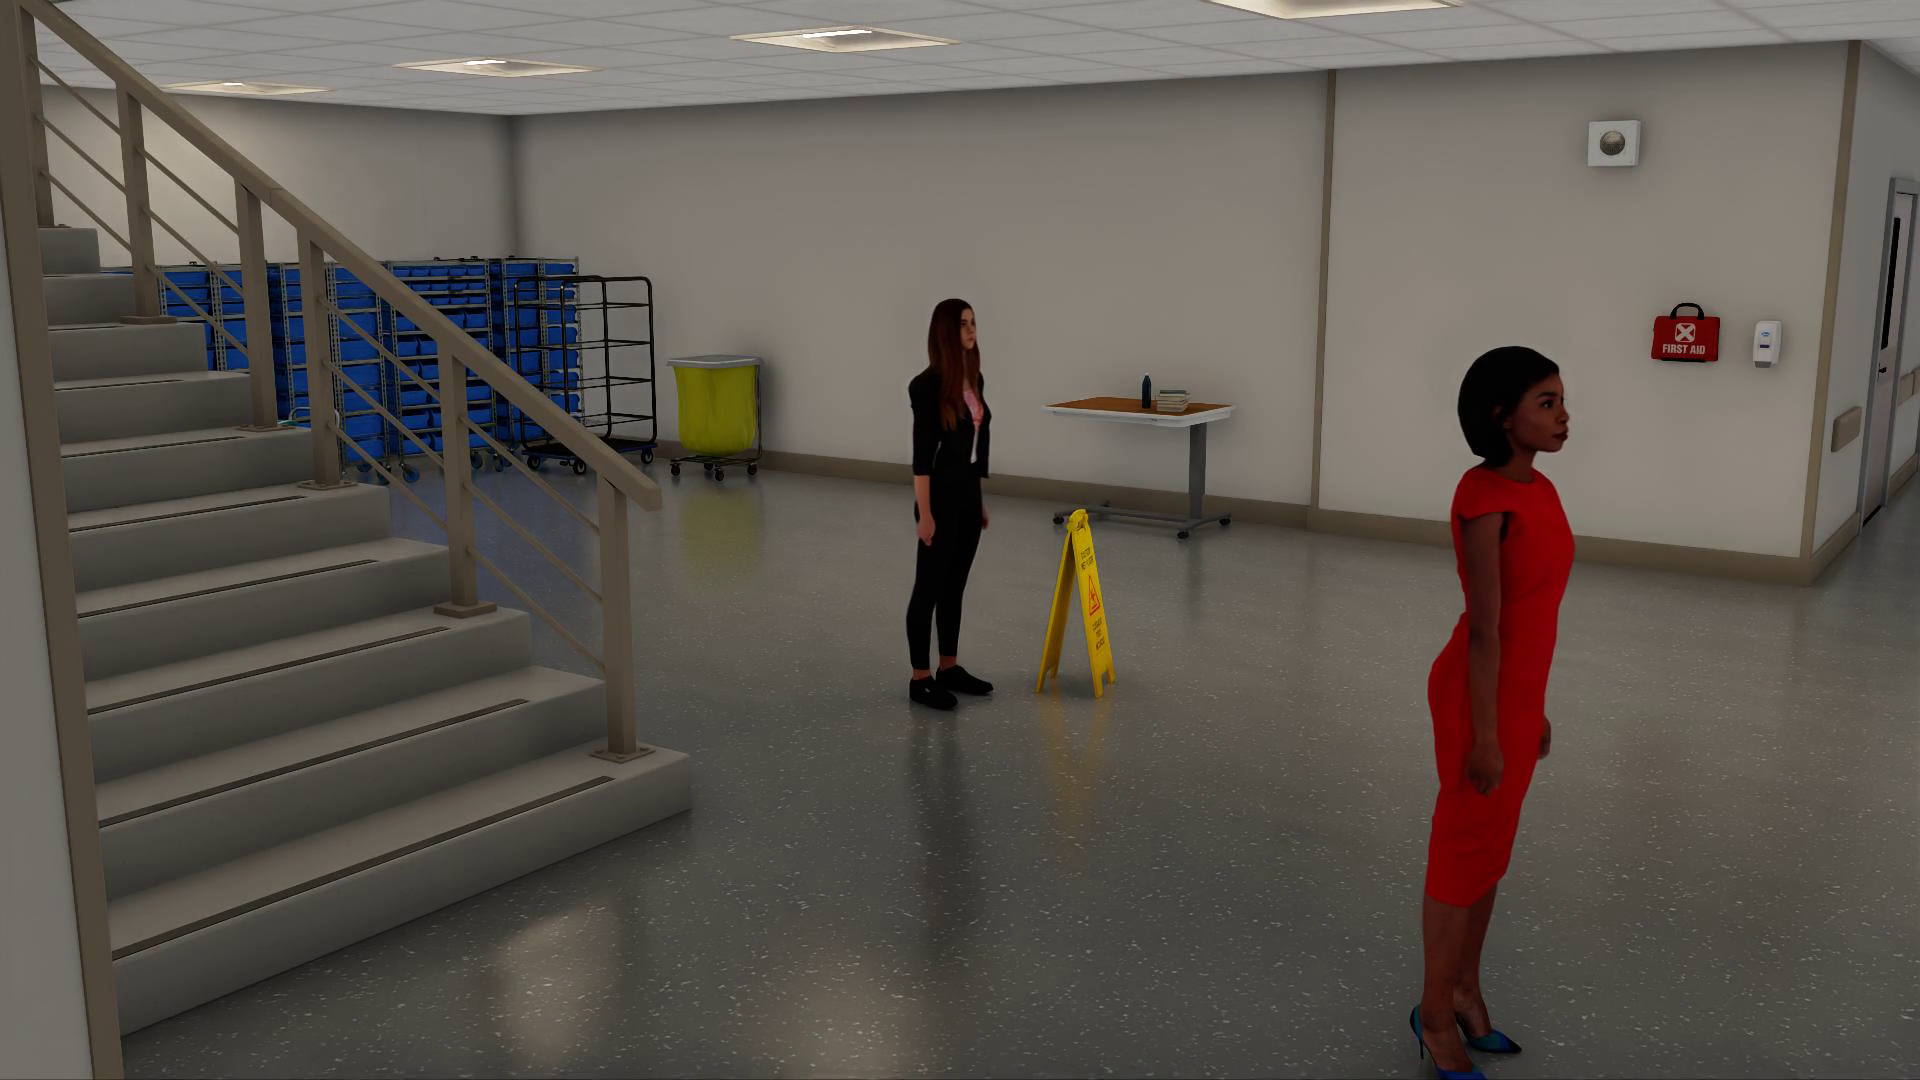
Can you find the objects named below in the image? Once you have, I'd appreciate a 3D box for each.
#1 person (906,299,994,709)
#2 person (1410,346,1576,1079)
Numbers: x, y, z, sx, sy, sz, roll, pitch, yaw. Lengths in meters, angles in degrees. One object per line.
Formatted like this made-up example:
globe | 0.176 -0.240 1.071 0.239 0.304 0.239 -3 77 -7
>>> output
person | -0.058 -0.169 7.096 0.519 1.712 0.590 8 13 36
person | 1.253 0.416 3.933 0.498 1.743 0.560 8 13 36
